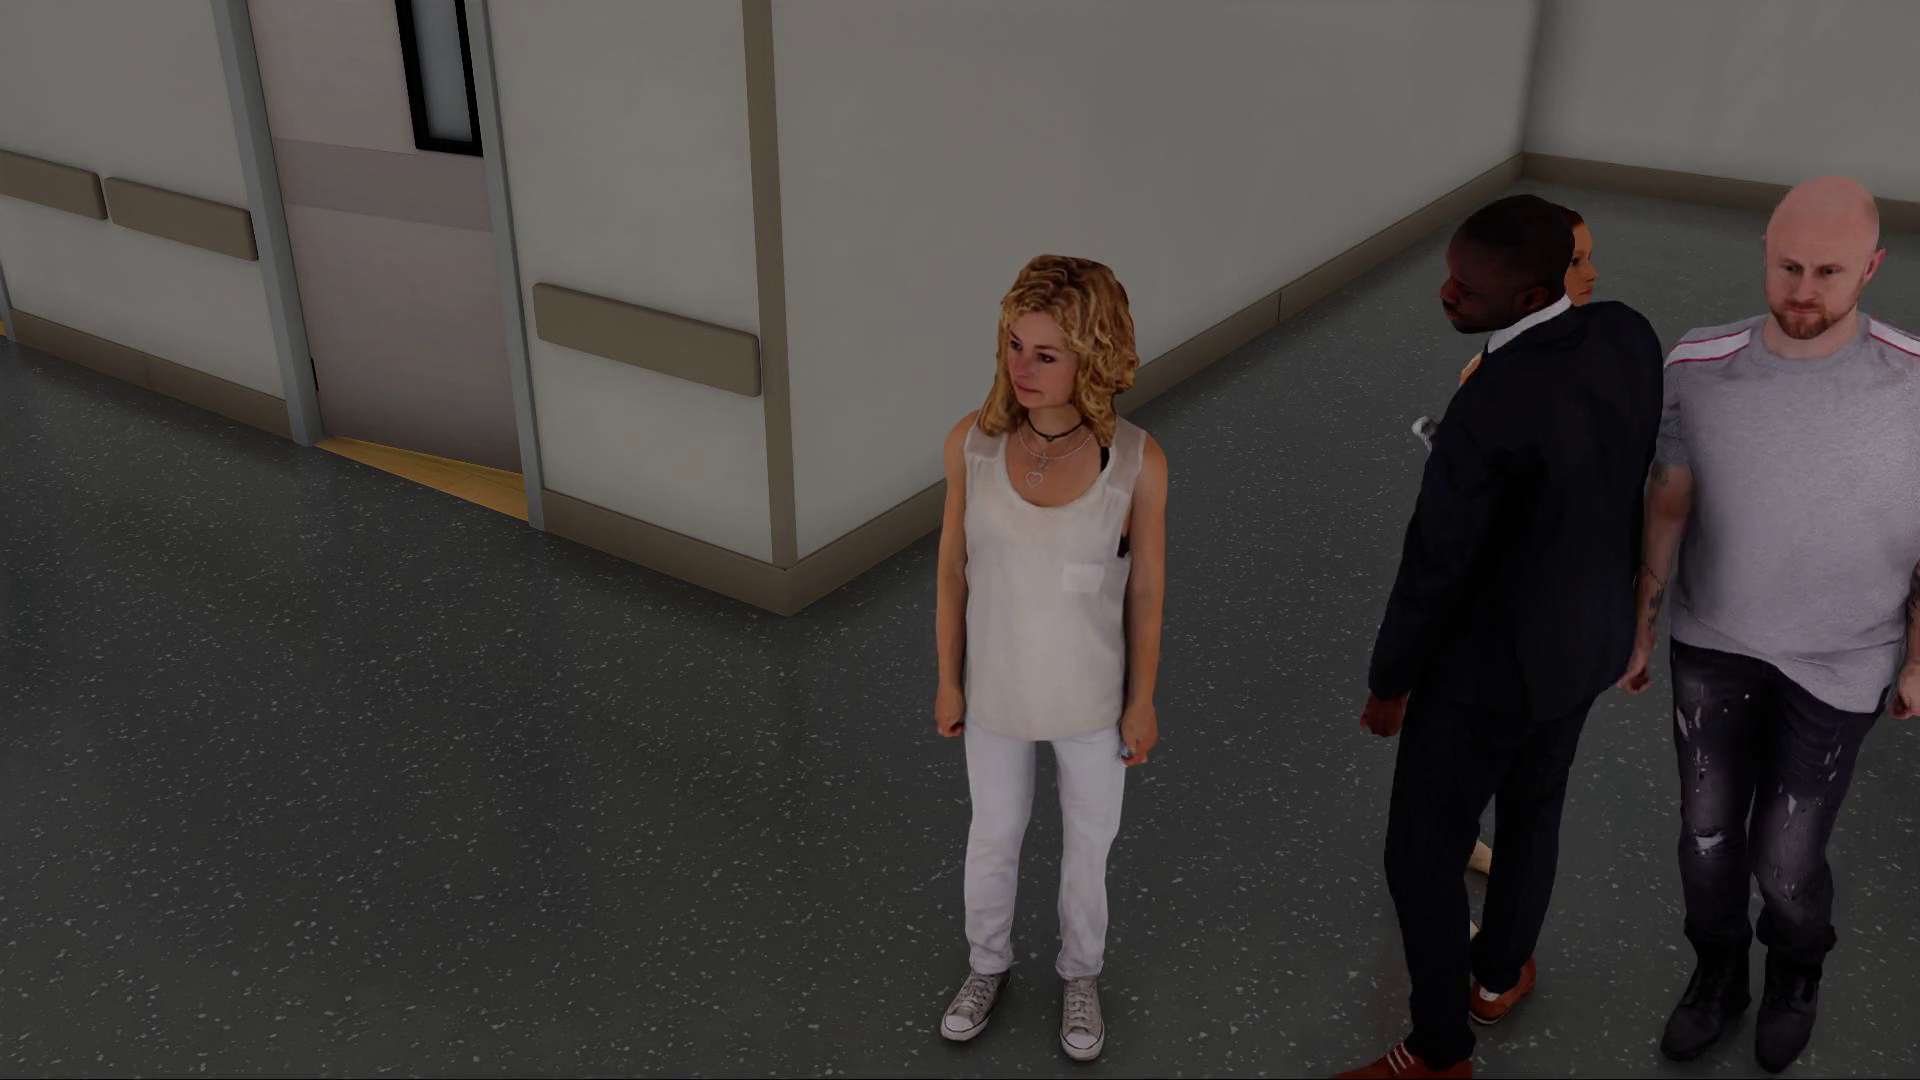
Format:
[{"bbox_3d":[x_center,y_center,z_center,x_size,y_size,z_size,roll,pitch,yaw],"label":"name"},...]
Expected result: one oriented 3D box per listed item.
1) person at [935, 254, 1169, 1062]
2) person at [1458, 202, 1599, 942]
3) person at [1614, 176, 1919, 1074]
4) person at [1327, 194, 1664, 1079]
[{"bbox_3d":[0.177,0.255,3.213,0.665,1.672,0.663,6,26,12],"label":"person"},{"bbox_3d":[1.164,0.086,3.598,0.630,1.642,0.464,22,33,37],"label":"person"},{"bbox_3d":[1.603,0.184,3.204,0.760,1.807,0.708,20,32,35],"label":"person"},{"bbox_3d":[1.089,0.219,3.148,0.736,1.794,0.986,-7,27,-15],"label":"person"}]
